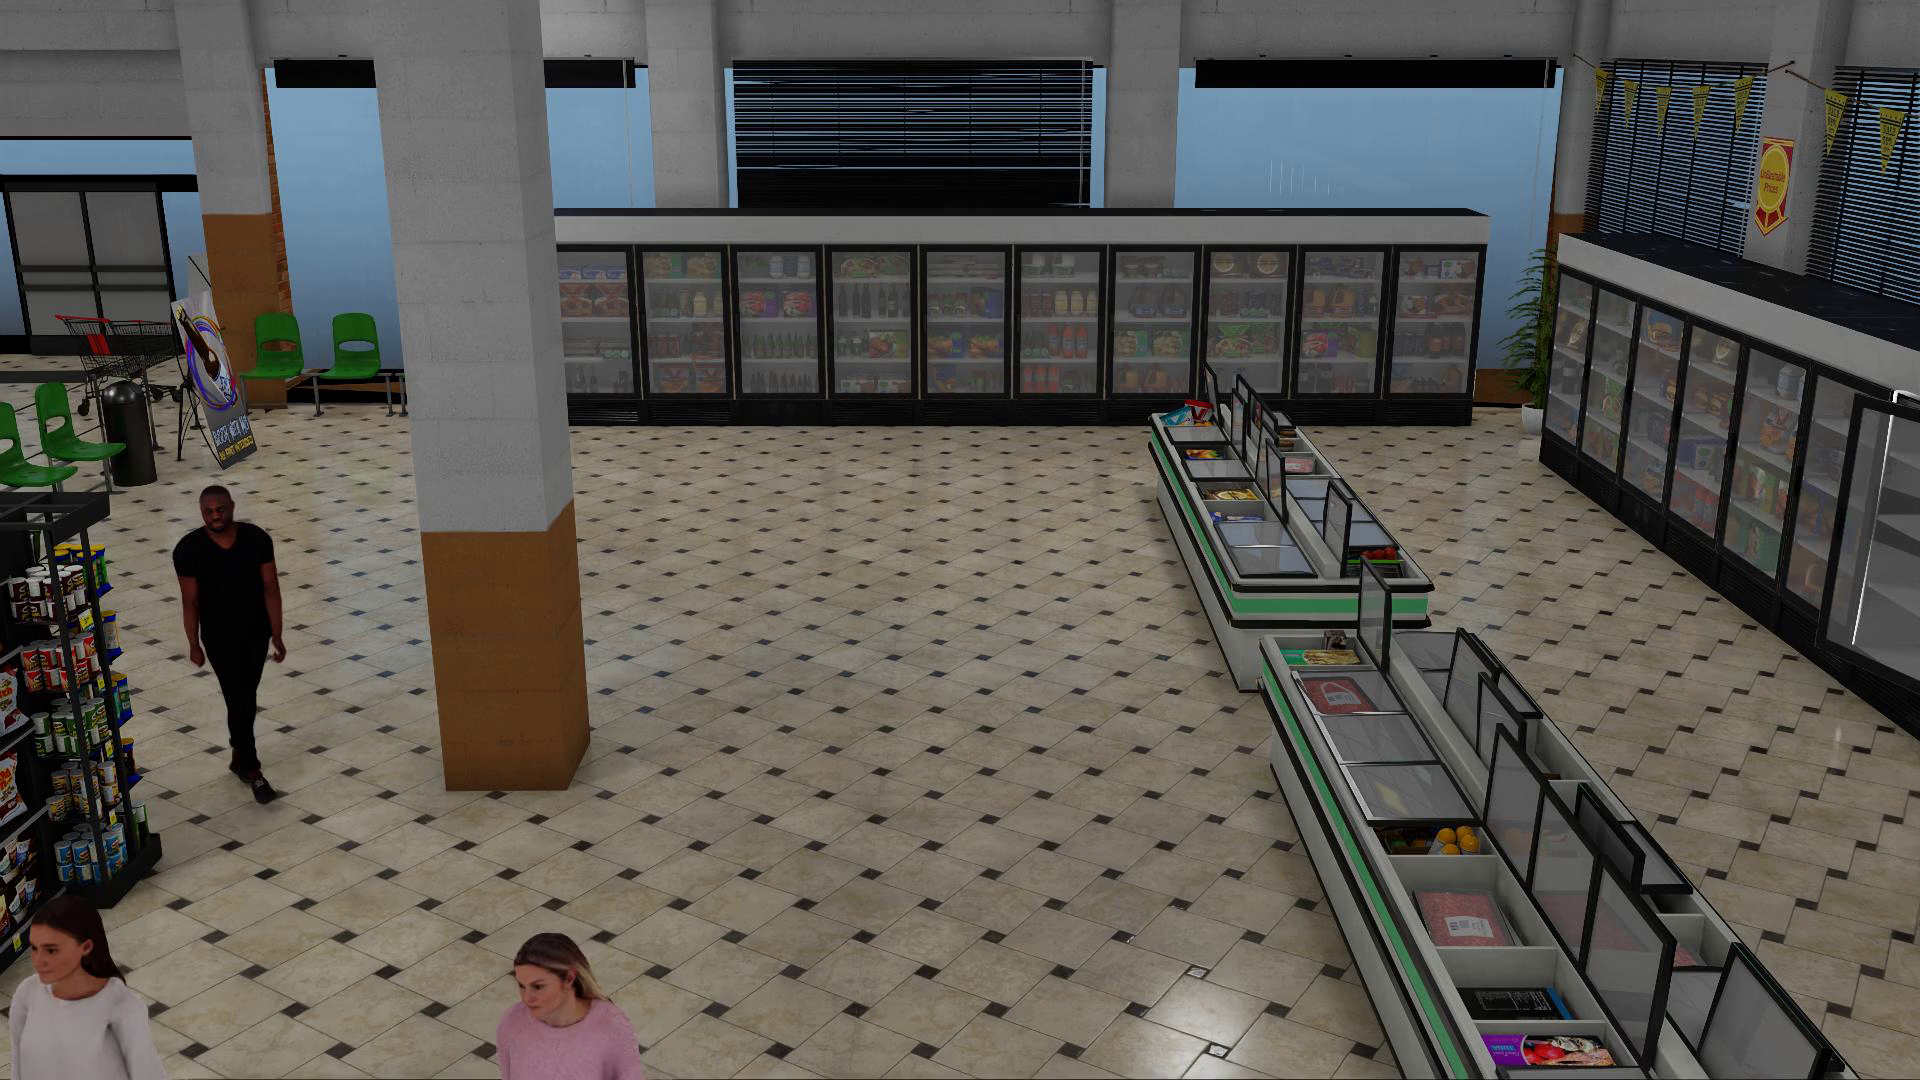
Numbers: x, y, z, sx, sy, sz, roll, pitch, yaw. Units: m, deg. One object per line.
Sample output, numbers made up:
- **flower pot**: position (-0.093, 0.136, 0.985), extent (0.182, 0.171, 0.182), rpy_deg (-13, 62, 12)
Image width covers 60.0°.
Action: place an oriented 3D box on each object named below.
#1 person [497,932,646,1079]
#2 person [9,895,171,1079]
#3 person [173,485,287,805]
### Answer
- **person**: position (-1.145, 1.912, 5.144), extent (0.728, 1.658, 0.790), rpy_deg (-1, 17, -3)
- **person**: position (-2.709, 1.860, 5.312), extent (0.768, 1.660, 1.133), rpy_deg (4, 17, 13)
- **person**: position (-4.128, 0.541, 9.433), extent (0.991, 1.788, 1.075), rpy_deg (-14, 22, -38)
